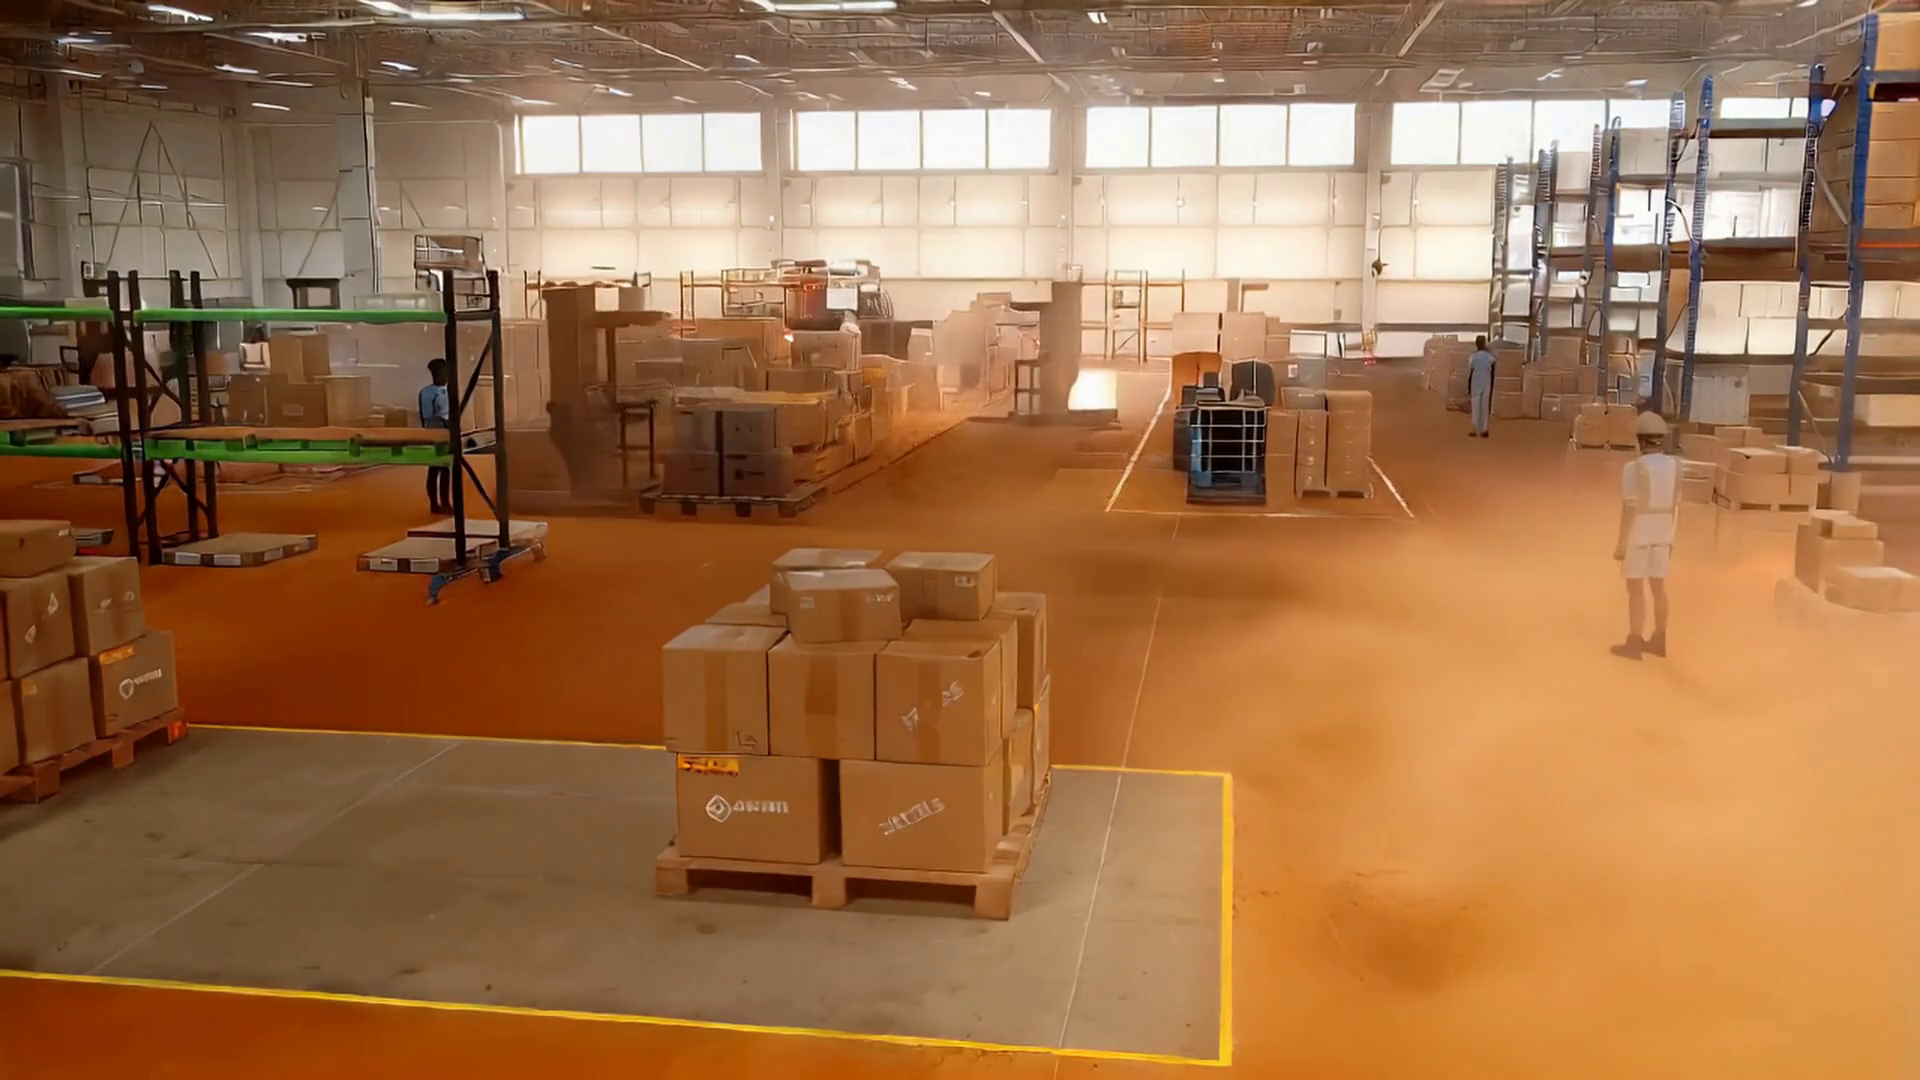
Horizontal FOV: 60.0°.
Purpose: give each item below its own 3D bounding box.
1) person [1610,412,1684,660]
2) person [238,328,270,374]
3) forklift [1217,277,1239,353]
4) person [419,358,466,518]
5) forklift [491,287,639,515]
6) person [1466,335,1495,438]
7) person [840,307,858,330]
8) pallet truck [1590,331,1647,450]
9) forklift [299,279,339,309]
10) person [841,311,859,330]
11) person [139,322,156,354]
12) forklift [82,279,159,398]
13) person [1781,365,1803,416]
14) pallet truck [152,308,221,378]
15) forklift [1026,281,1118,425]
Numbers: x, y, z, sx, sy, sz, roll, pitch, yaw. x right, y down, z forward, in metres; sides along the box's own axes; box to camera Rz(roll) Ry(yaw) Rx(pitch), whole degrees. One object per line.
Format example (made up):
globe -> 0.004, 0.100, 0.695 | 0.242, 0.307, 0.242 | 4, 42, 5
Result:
person -> 5.357, -0.035, 13.030 | 0.552, 1.934, 0.373 | -3, 10, -20
person -> -14.517, -3.438, 34.256 | 0.585, 1.860, 0.770 | -3, 10, -19
forklift -> 7.894, -6.232, 48.351 | 1.873, 2.768, 1.129 | 1, 9, 9
person -> -6.378, -1.246, 20.411 | 0.607, 1.966, 0.367 | 8, 12, 41
forklift -> -4.846, -1.768, 20.818 | 1.873, 2.768, 1.129 | 1, 9, 9
person -> 9.438, -2.779, 30.185 | 0.518, 1.865, 0.329 | -2, 9, -13
person -> -3.439, -6.262, 51.467 | 0.631, 1.931, 0.366 | -7, 11, -37
pallet truck -> 11.253, -2.573, 28.499 | 0.823, 1.965, 1.885 | 5, 10, 27
forklift -> -16.088, -5.182, 41.871 | 1.129, 2.768, 1.873 | -1, 9, -8
person -> -2.995, -5.222, 45.054 | 0.547, 1.930, 0.390 | -6, 11, -33
person -> -22.588, -5.240, 46.111 | 0.435, 1.619, 0.537 | 3, 10, 17
forklift -> -20.069, -4.732, 39.101 | 1.873, 2.768, 1.129 | 1, 9, 9
person -> 16.093, -2.970, 32.073 | 0.377, 1.623, 0.539 | 1, 9, 7
pallet truck -> -21.869, -5.598, 47.154 | 0.823, 1.965, 1.885 | 4, 10, 26
forklift -> 2.084, -3.700, 32.732 | 1.873, 2.768, 1.129 | -2, 10, -15
